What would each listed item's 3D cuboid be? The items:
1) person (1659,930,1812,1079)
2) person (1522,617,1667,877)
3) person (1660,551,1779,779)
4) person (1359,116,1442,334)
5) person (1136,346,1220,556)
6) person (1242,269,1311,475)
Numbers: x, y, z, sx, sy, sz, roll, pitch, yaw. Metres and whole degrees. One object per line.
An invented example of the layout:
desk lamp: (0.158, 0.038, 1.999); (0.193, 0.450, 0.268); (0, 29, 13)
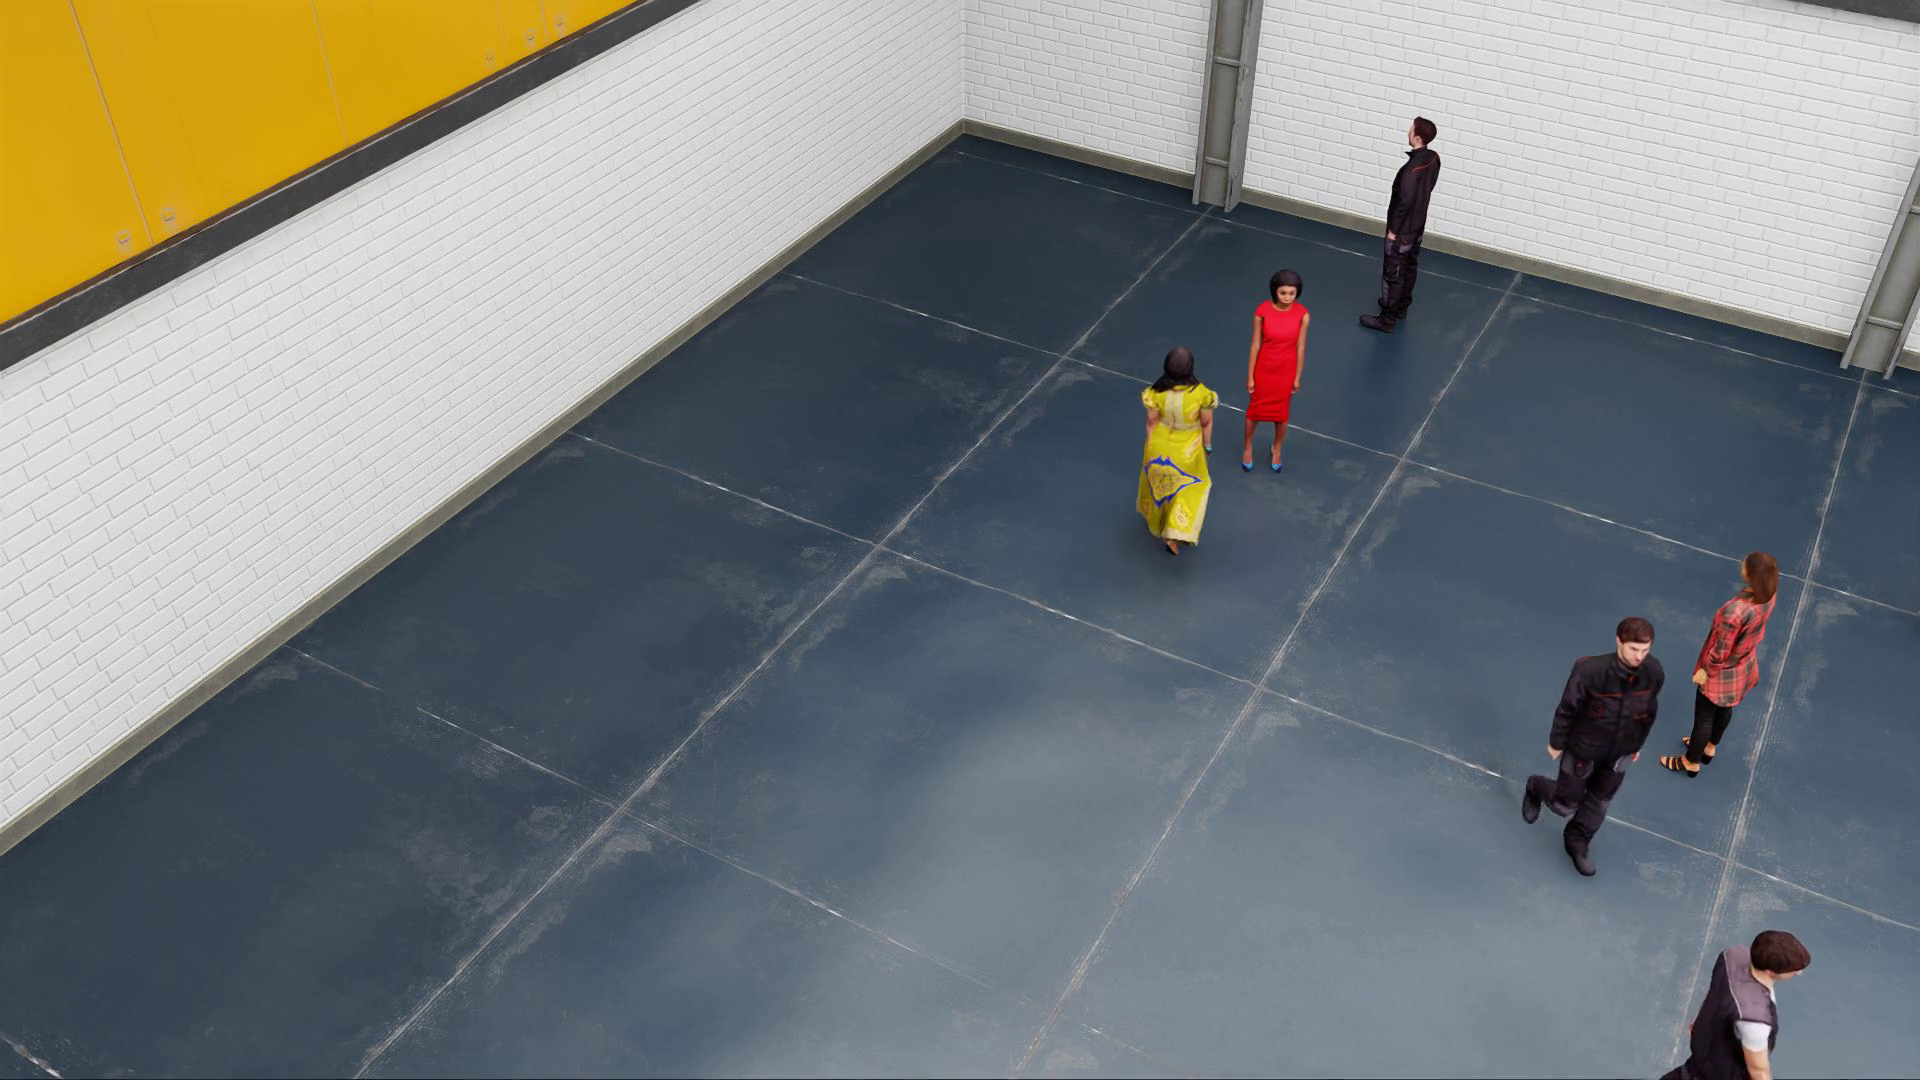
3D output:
person: (3.457, 2.441, 7.834); (1.239, 1.797, 0.770); (11, 40, 13)
person: (3.608, 1.104, 9.484); (0.977, 1.826, 1.028); (-6, 39, -7)
person: (4.622, 0.752, 10.025); (0.684, 1.702, 0.673); (-26, 46, -29)
person: (3.798, -2.694, 14.169); (0.640, 1.914, 0.720); (27, 46, 29)
person: (1.529, -0.597, 11.760); (0.965, 1.644, 0.914); (10, 40, 12)
person: (2.367, -1.264, 12.518); (0.578, 1.741, 0.695); (2, 39, 3)
